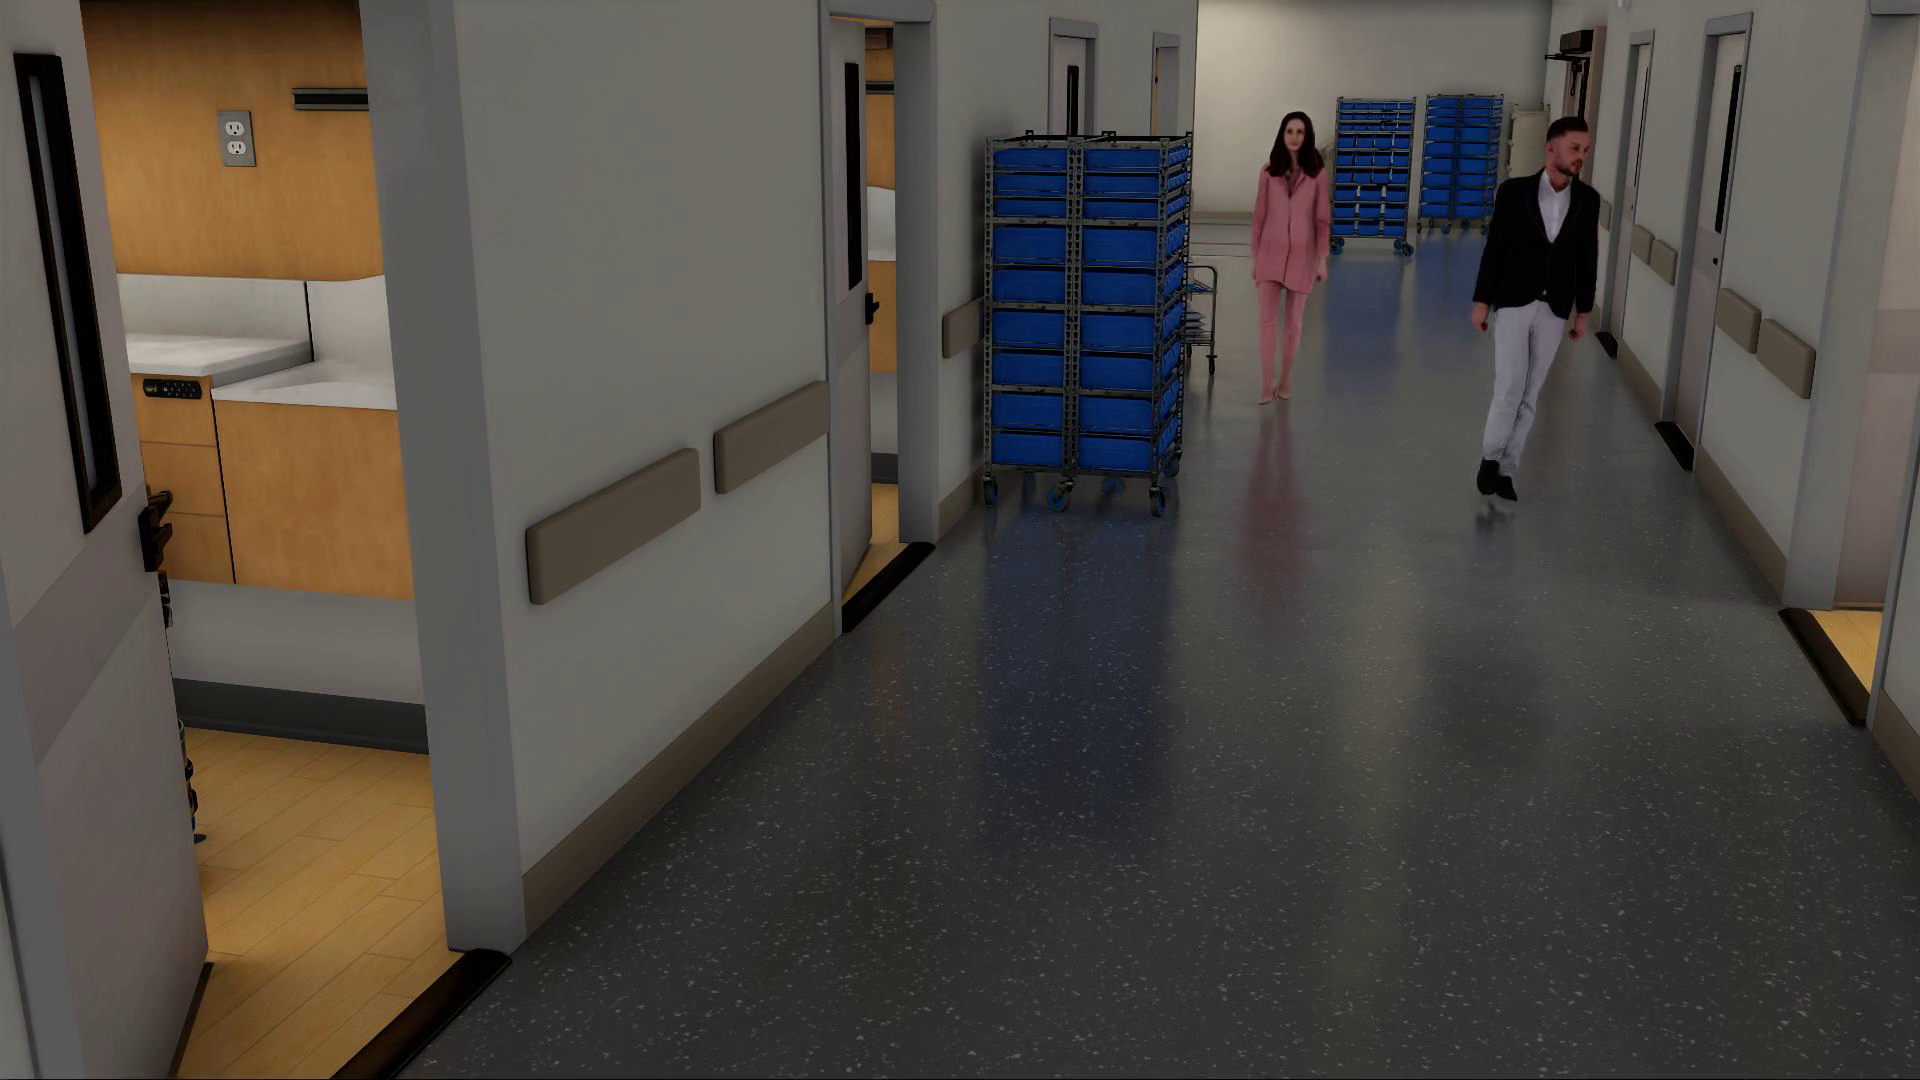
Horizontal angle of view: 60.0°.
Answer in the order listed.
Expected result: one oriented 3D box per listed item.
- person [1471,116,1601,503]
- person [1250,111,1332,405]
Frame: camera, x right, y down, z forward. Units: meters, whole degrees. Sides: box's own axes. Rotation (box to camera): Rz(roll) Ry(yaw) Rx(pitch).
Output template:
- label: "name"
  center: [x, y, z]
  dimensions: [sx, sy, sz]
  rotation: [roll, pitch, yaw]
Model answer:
- label: "person"
  center: [2.729, -1.094, 7.991]
  dimensions: [0.748, 1.819, 0.689]
  rotation: [2, 16, 6]
- label: "person"
  center: [2.058, -1.743, 10.371]
  dimensions: [0.635, 1.778, 0.834]
  rotation: [4, 16, 12]
